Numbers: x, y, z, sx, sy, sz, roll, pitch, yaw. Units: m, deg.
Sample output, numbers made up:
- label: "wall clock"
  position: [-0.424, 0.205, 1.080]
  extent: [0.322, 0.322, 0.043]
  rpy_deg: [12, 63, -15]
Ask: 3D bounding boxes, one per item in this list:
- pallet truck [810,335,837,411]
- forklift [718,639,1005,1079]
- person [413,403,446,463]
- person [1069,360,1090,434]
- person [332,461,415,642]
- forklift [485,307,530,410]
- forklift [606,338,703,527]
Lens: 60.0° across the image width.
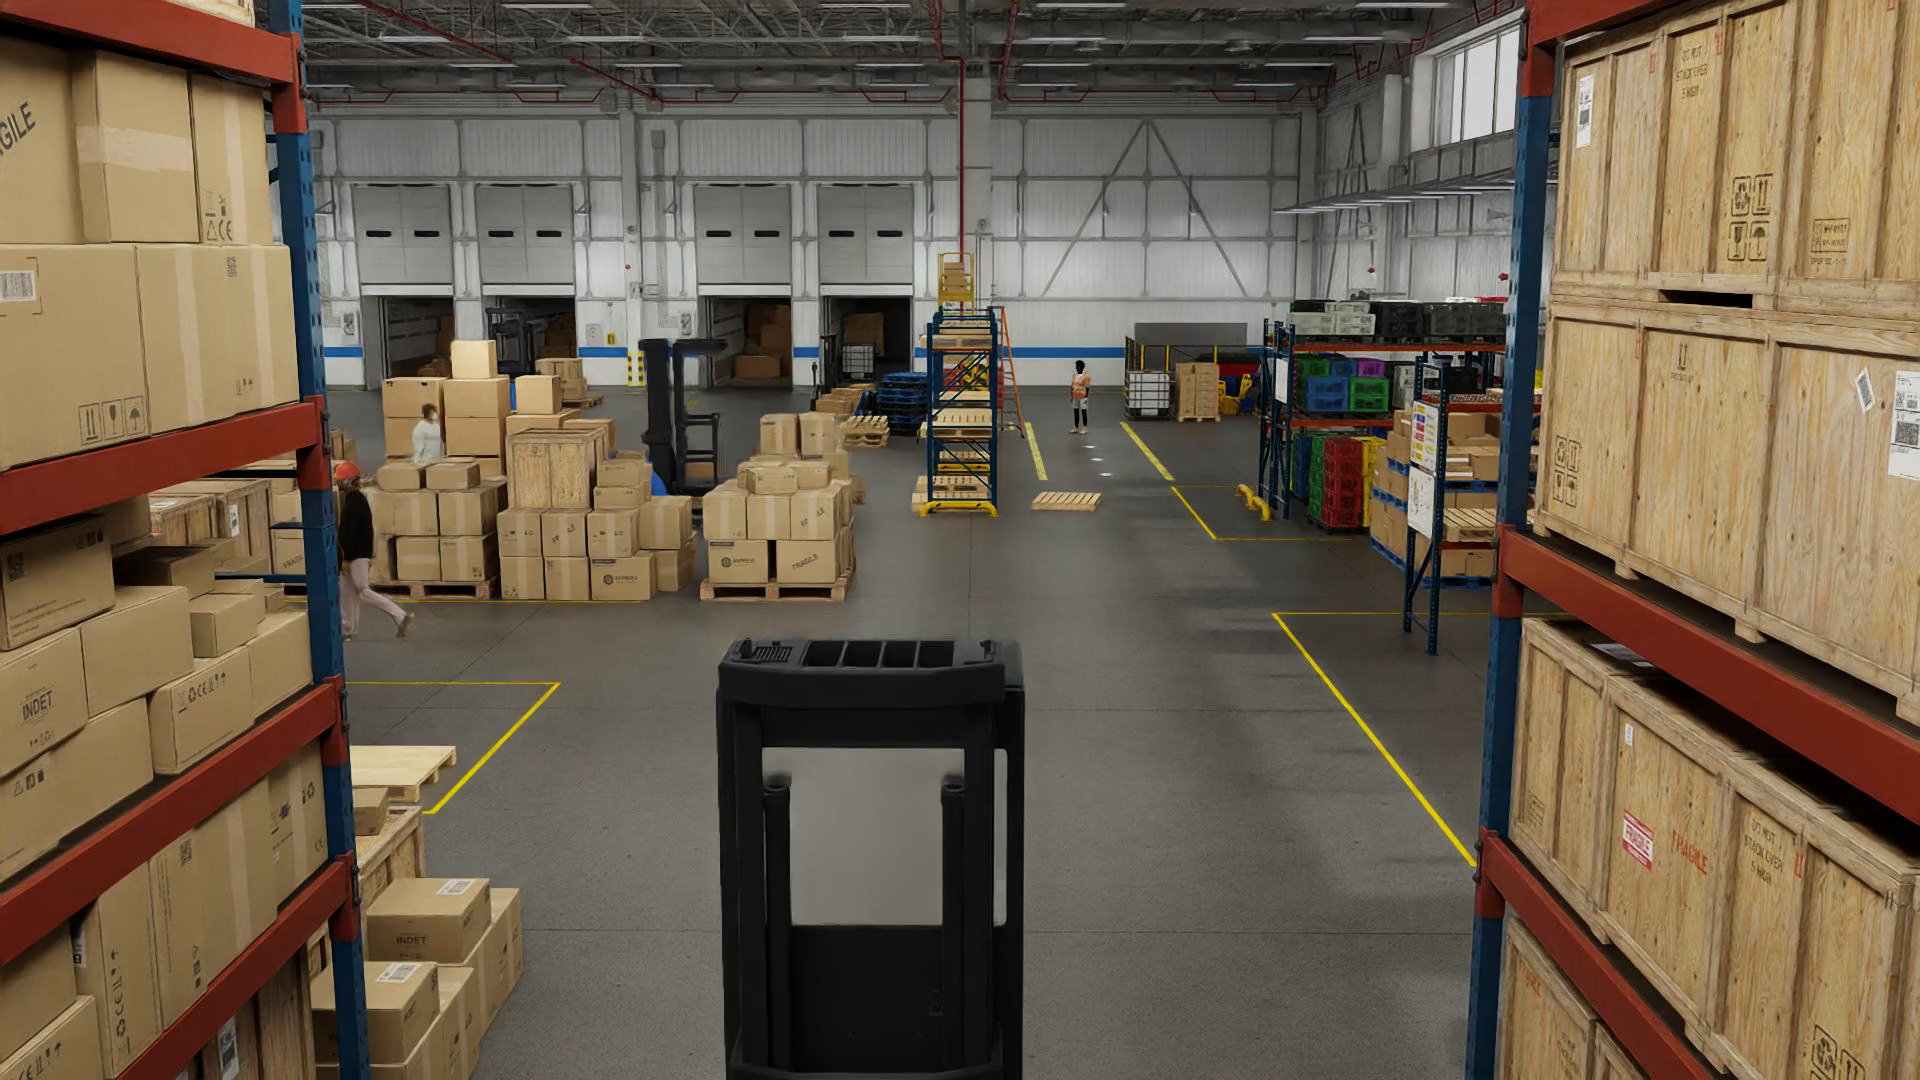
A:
- label: "pallet truck"
  position: [-3.021, -4.312, 43.126]
  extent: [1.885, 1.965, 0.823]
  rpy_deg: [3, 10, 17]
- label: "forklift"
  position: [-0.316, 1.728, 5.731]
  extent: [1.129, 2.768, 1.873]
  rpy_deg: [0, 10, 1]
- label: "person"
  position: [-8.016, -1.136, 25.128]
  extent: [1.011, 1.893, 0.647]
  rpy_deg: [1, 10, 8]
- label: "person"
  position: [2.725, -3.253, 37.879]
  extent: [0.318, 1.699, 0.535]
  rpy_deg: [-10, 14, -44]
- label: "person"
  position: [-6.301, 0.136, 17.587]
  extent: [0.875, 1.961, 0.605]
  rpy_deg: [-3, 10, -16]
- label: "forklift"
  position: [-10.754, -4.150, 39.646]
  extent: [1.129, 2.768, 1.873]
  rpy_deg: [0, 10, 1]
- label: "forklift"
  position: [-4.555, -1.634, 25.130]
  extent: [1.873, 2.768, 1.129]
  rpy_deg: [-1, 10, -7]
